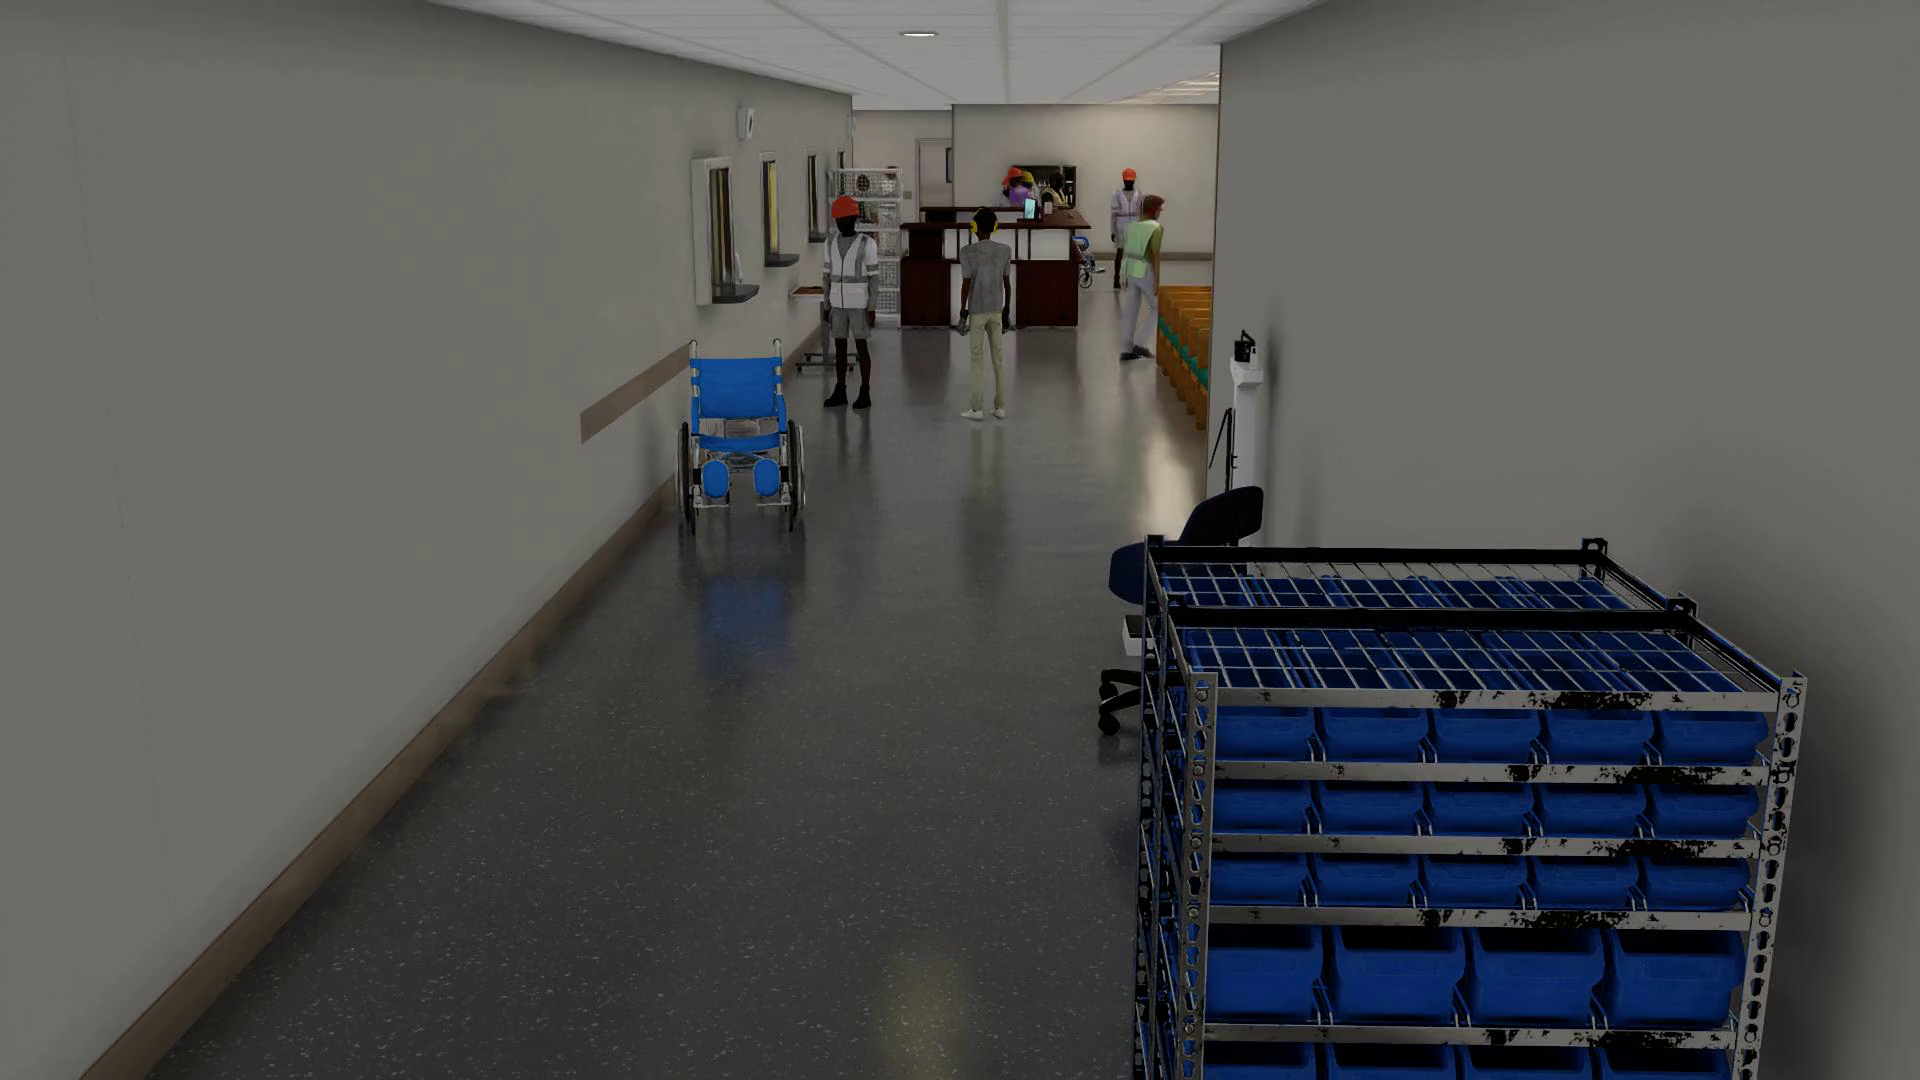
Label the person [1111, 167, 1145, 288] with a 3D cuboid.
[{"bbox_3d":[2.724,-5.055,26.959,0.554,1.932,0.378,-1,14,-4],"label":"person"}]

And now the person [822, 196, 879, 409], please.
[{"bbox_3d":[-1.024,-2.169,15.246,0.552,1.935,0.374,6,15,24],"label":"person"}]

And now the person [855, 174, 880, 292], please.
[{"bbox_3d":[-1.499,-4.783,26.046,0.527,1.841,0.330,5,15,18],"label":"person"}]

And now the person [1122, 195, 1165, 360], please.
[{"bbox_3d":[2.027,-2.893,18.421,0.513,1.815,0.711,-8,16,-31],"label":"person"}]

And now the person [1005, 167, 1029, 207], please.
[{"bbox_3d":[1.097,-5.411,28.461,0.715,1.910,0.559,8,16,30],"label":"person"}]

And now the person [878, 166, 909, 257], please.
[{"bbox_3d":[-1.335,-6.485,32.983,0.576,1.825,1.018,5,15,18],"label":"person"}]

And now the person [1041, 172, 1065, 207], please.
[{"bbox_3d":[1.587,-5.256,27.993,0.429,1.841,0.626,6,15,24],"label":"person"}]

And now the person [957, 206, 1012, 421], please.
[{"bbox_3d":[0.214,-1.984,14.633,0.508,1.872,0.328,-6,15,-24],"label":"person"}]

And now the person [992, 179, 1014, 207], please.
[{"bbox_3d":[0.832,-5.557,29.430,0.589,1.718,0.601,-10,17,-35],"label":"person"}]

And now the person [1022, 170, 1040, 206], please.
[{"bbox_3d":[1.318,-5.663,29.654,0.449,1.829,0.670,4,14,15],"label":"person"}]

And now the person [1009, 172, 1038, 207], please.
[{"bbox_3d":[1.114,-5.419,28.684,0.595,1.827,0.404,-9,16,-32],"label":"person"}]
